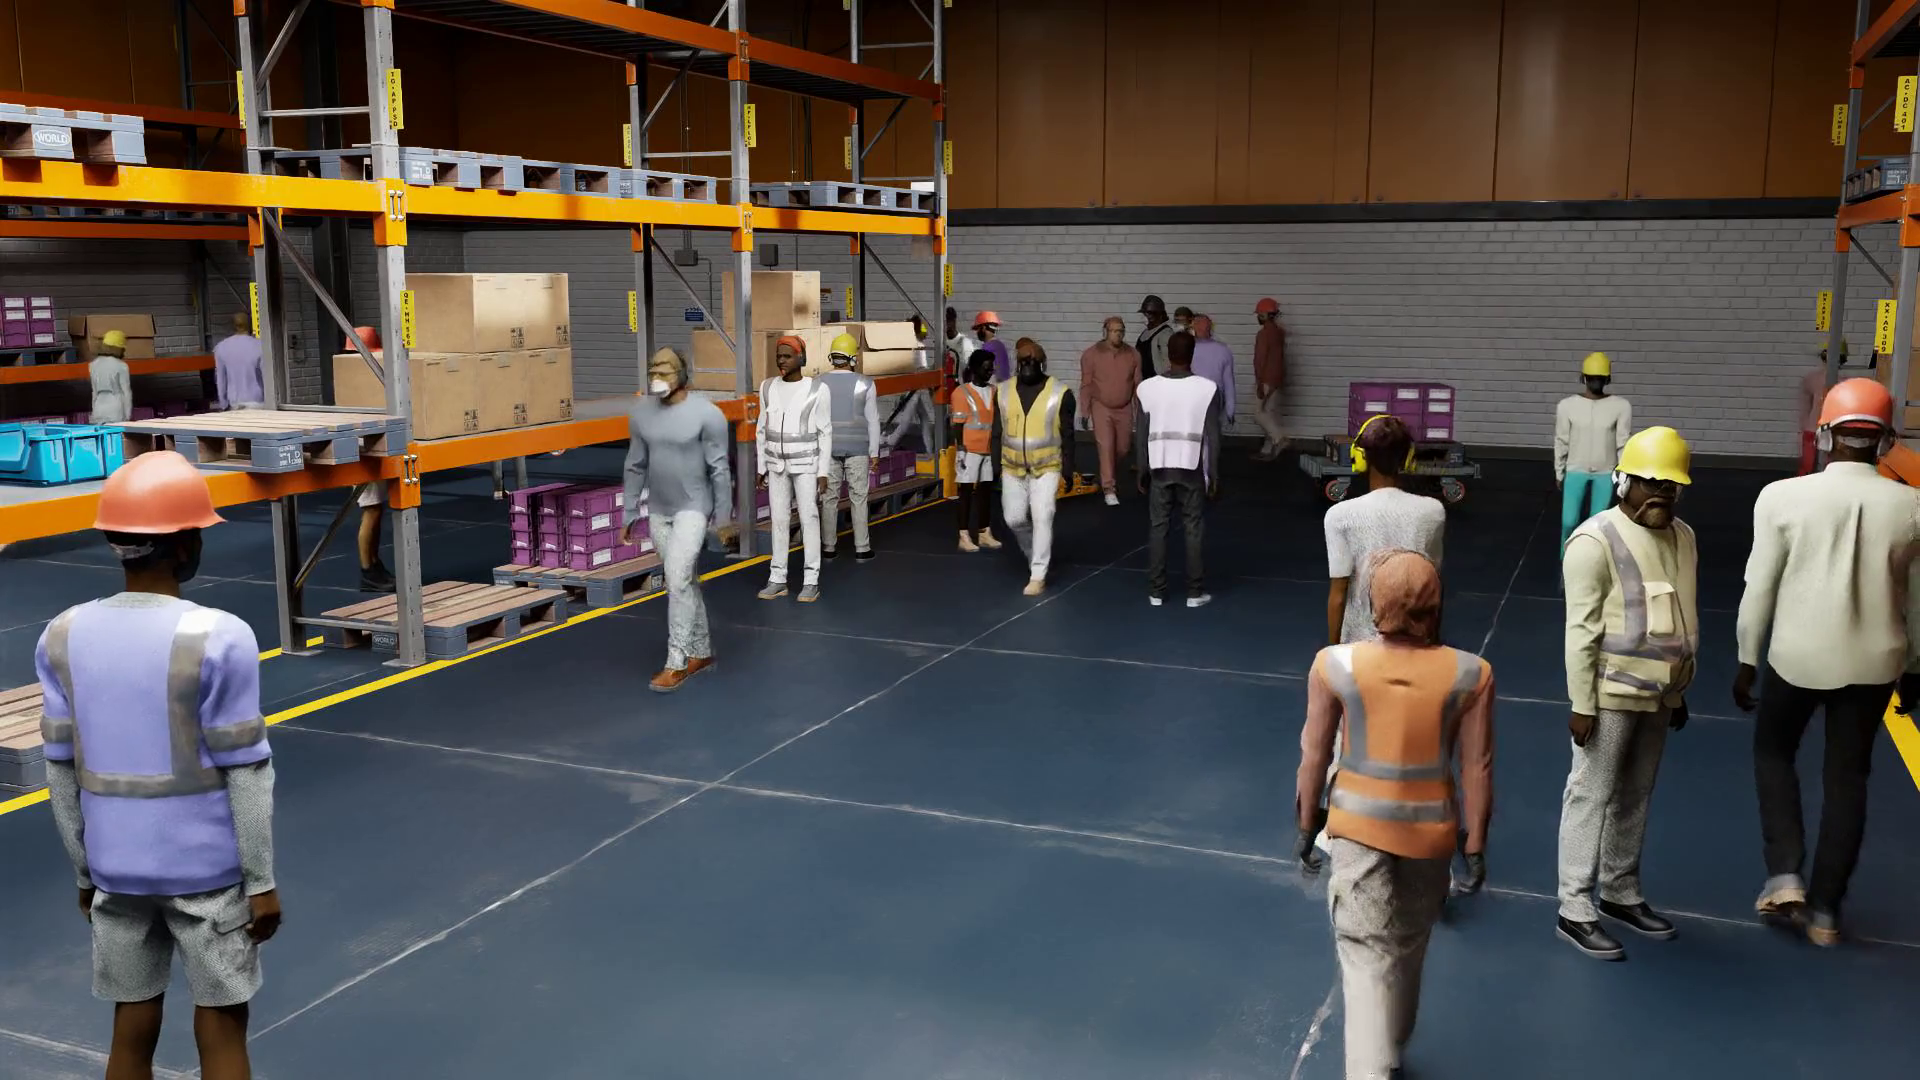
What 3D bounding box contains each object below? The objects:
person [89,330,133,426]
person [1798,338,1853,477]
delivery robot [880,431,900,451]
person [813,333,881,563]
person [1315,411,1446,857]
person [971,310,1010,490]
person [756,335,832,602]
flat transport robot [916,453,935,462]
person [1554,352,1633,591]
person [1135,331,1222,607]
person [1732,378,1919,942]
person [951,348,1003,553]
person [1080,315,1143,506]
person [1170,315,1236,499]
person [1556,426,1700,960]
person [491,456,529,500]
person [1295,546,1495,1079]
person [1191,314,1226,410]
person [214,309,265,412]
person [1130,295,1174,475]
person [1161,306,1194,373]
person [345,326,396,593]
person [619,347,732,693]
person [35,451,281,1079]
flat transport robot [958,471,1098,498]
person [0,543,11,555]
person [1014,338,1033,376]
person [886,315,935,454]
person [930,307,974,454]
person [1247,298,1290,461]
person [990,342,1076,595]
[{"bbox_3d":[-8.657,-1.278,16.944,0.506,1.712,0.436,2,10,10],"label":"person"},{"bbox_3d":[7.857,-0.969,15.075,0.736,1.742,0.538,-5,11,-29],"label":"person"},{"bbox_3d":[-1.007,-1.124,19.260,0.477,0.478,0.707,-7,11,-36],"label":"delivery robot"},{"bbox_3d":[-0.917,-0.725,13.264,0.595,1.832,0.404,2,10,10],"label":"person"},{"bbox_3d":[1.625,0.431,6.305,0.532,1.837,0.967,-1,9,-8],"label":"person"},{"bbox_3d":[0.350,-1.470,17.561,0.554,1.899,0.559,4,10,25],"label":"person"},{"bbox_3d":[-1.183,-0.500,11.747,0.572,1.883,0.354,4,10,21],"label":"person"},{"bbox_3d":[-0.305,-0.805,18.467,0.652,0.197,1.431,-7,12,-36],"label":"flat transport robot"},{"bbox_3d":[4.562,-0.473,12.001,0.528,1.751,0.456,3,10,18],"label":"person"},{"bbox_3d":[1.514,-0.487,11.567,0.596,1.915,0.372,3,10,16],"label":"person"},{"bbox_3d":[3.073,0.424,5.849,0.656,1.977,0.435,3,10,16],"label":"person"},{"bbox_3d":[0.162,-0.746,13.830,0.533,1.689,0.333,-7,12,-38],"label":"person"},{"bbox_3d":[1.519,-1.317,16.716,0.657,1.881,0.829,-2,10,-11],"label":"person"},{"bbox_3d":[2.399,-1.295,16.576,0.677,1.879,0.598,3,10,16],"label":"person"},{"bbox_3d":[2.331,0.516,5.758,0.591,1.829,0.394,-6,11,-32],"label":"person"},{"bbox_3d":[-4.589,-1.322,16.841,0.506,1.846,0.349,2,10,10],"label":"person"},{"bbox_3d":[1.192,0.821,4.576,0.520,1.605,0.838,1,9,8],"label":"person"},{"bbox_3d":[2.657,-1.565,18.376,0.600,1.842,0.348,1,9,6],"label":"person"},{"bbox_3d":[-7.467,-1.447,17.375,0.639,1.919,0.685,1,9,7],"label":"person"},{"bbox_3d":[2.169,-1.759,18.903,0.535,2.000,0.684,-3,10,-18],"label":"person"},{"bbox_3d":[2.464,-1.597,18.276,0.645,1.917,0.524,7,11,35],"label":"person"},{"bbox_3d":[-4.281,-0.586,12.127,0.401,1.934,0.552,0,9,-2],"label":"person"},{"bbox_3d":[-1.653,-0.115,9.326,0.649,1.906,0.810,5,11,28],"label":"person"},{"bbox_3d":[-1.869,0.756,3.971,0.547,1.938,0.379,2,10,10],"label":"person"},{"bbox_3d":[0.667,-0.623,17.367,1.431,0.197,0.652,8,12,39],"label":"flat transport robot"},{"bbox_3d":[-7.900,-0.790,13.087,0.630,2.023,0.539,7,11,35],"label":"person"},{"bbox_3d":[0.671,-1.393,18.029,0.740,1.598,0.503,-3,10,-17],"label":"person"},{"bbox_3d":[-0.544,-1.643,18.887,0.957,1.824,0.545,-2,10,-13],"label":"person"},{"bbox_3d":[-0.059,-1.702,18.975,1.023,1.899,0.700,-6,11,-33],"label":"person"},{"bbox_3d":[3.741,-1.921,20.065,0.515,1.982,0.613,7,12,37],"label":"person"},{"bbox_3d":[0.551,-0.538,12.160,0.643,1.830,0.632,3,10,18],"label":"person"}]
